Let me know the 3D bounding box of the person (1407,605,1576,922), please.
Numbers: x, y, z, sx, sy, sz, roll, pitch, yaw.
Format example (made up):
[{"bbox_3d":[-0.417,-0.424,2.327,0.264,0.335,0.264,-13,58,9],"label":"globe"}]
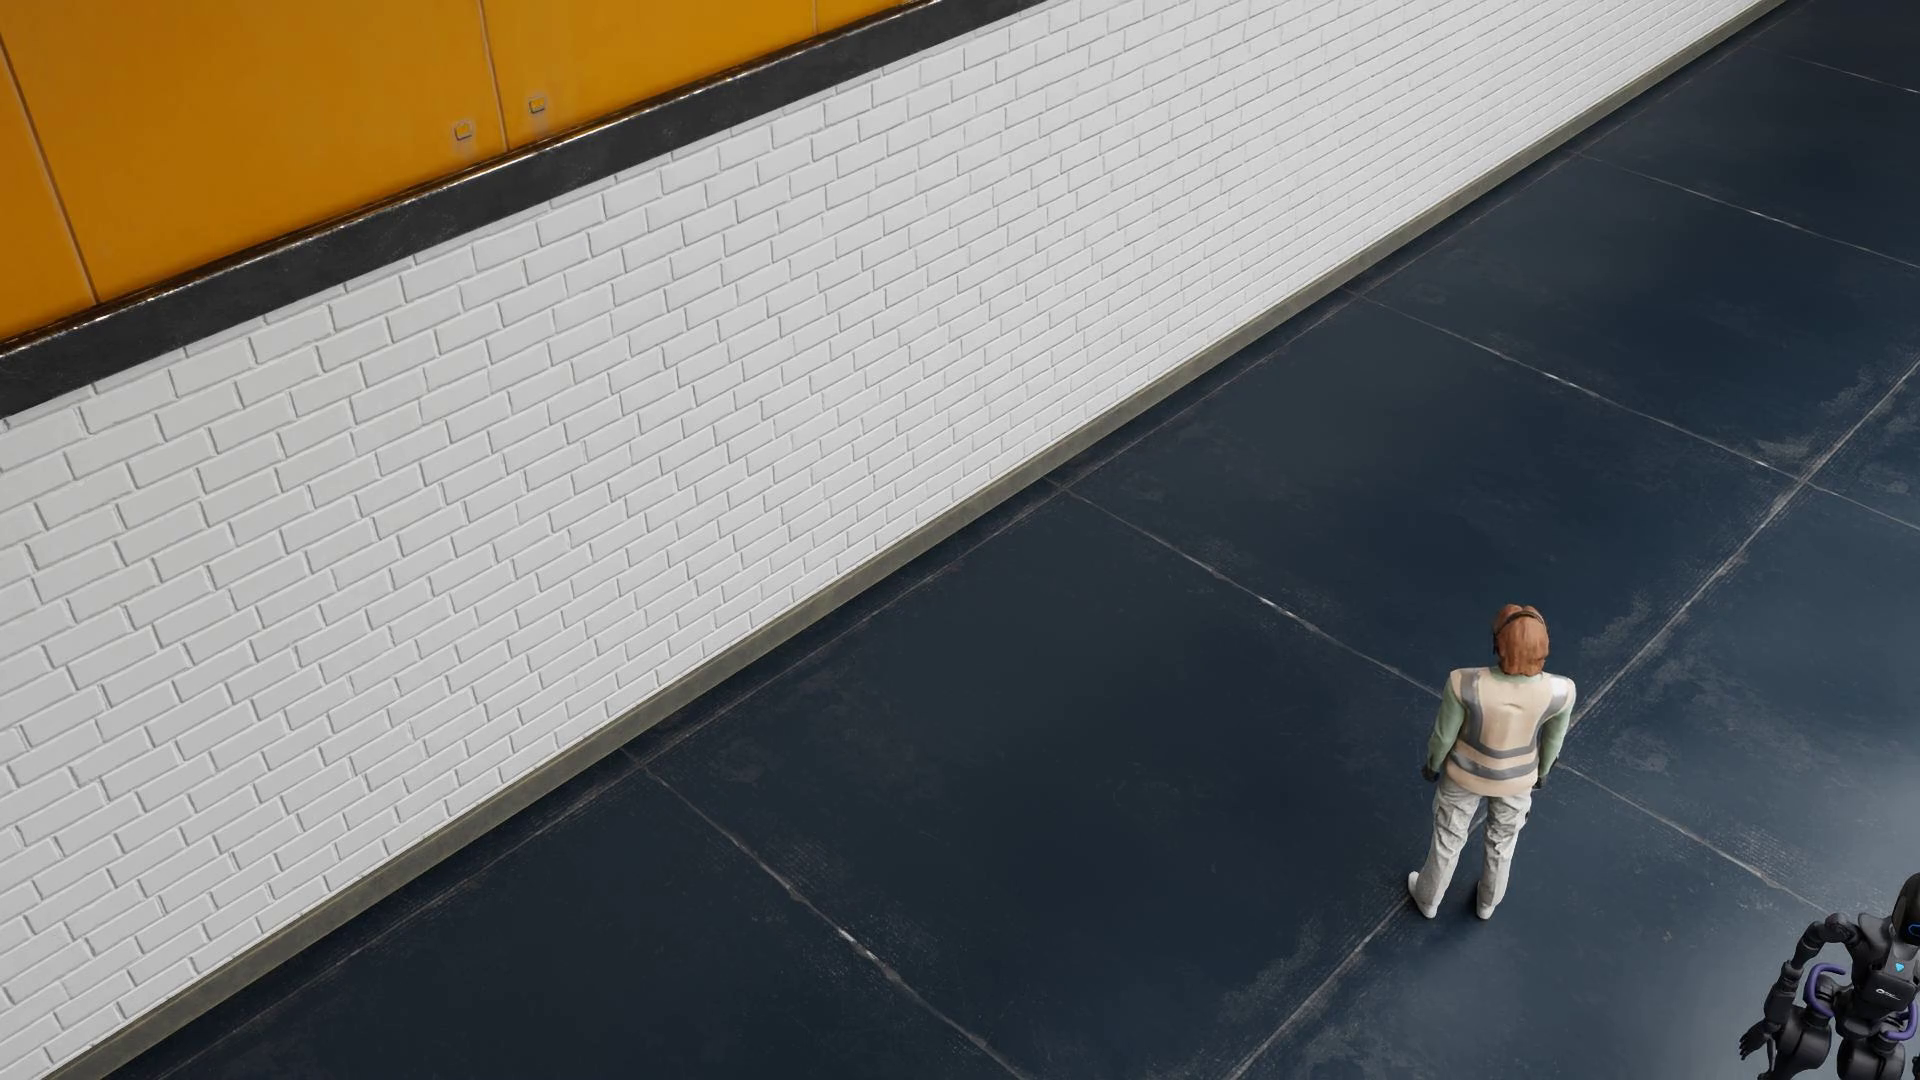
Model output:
[{"bbox_3d":[2.112,0.931,6.658,0.510,1.639,0.306,3,39,4],"label":"person"}]

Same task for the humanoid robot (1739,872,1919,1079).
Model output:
[{"bbox_3d":[3.020,1.701,5.654,0.599,1.657,0.315,17,42,20],"label":"humanoid robot"}]
